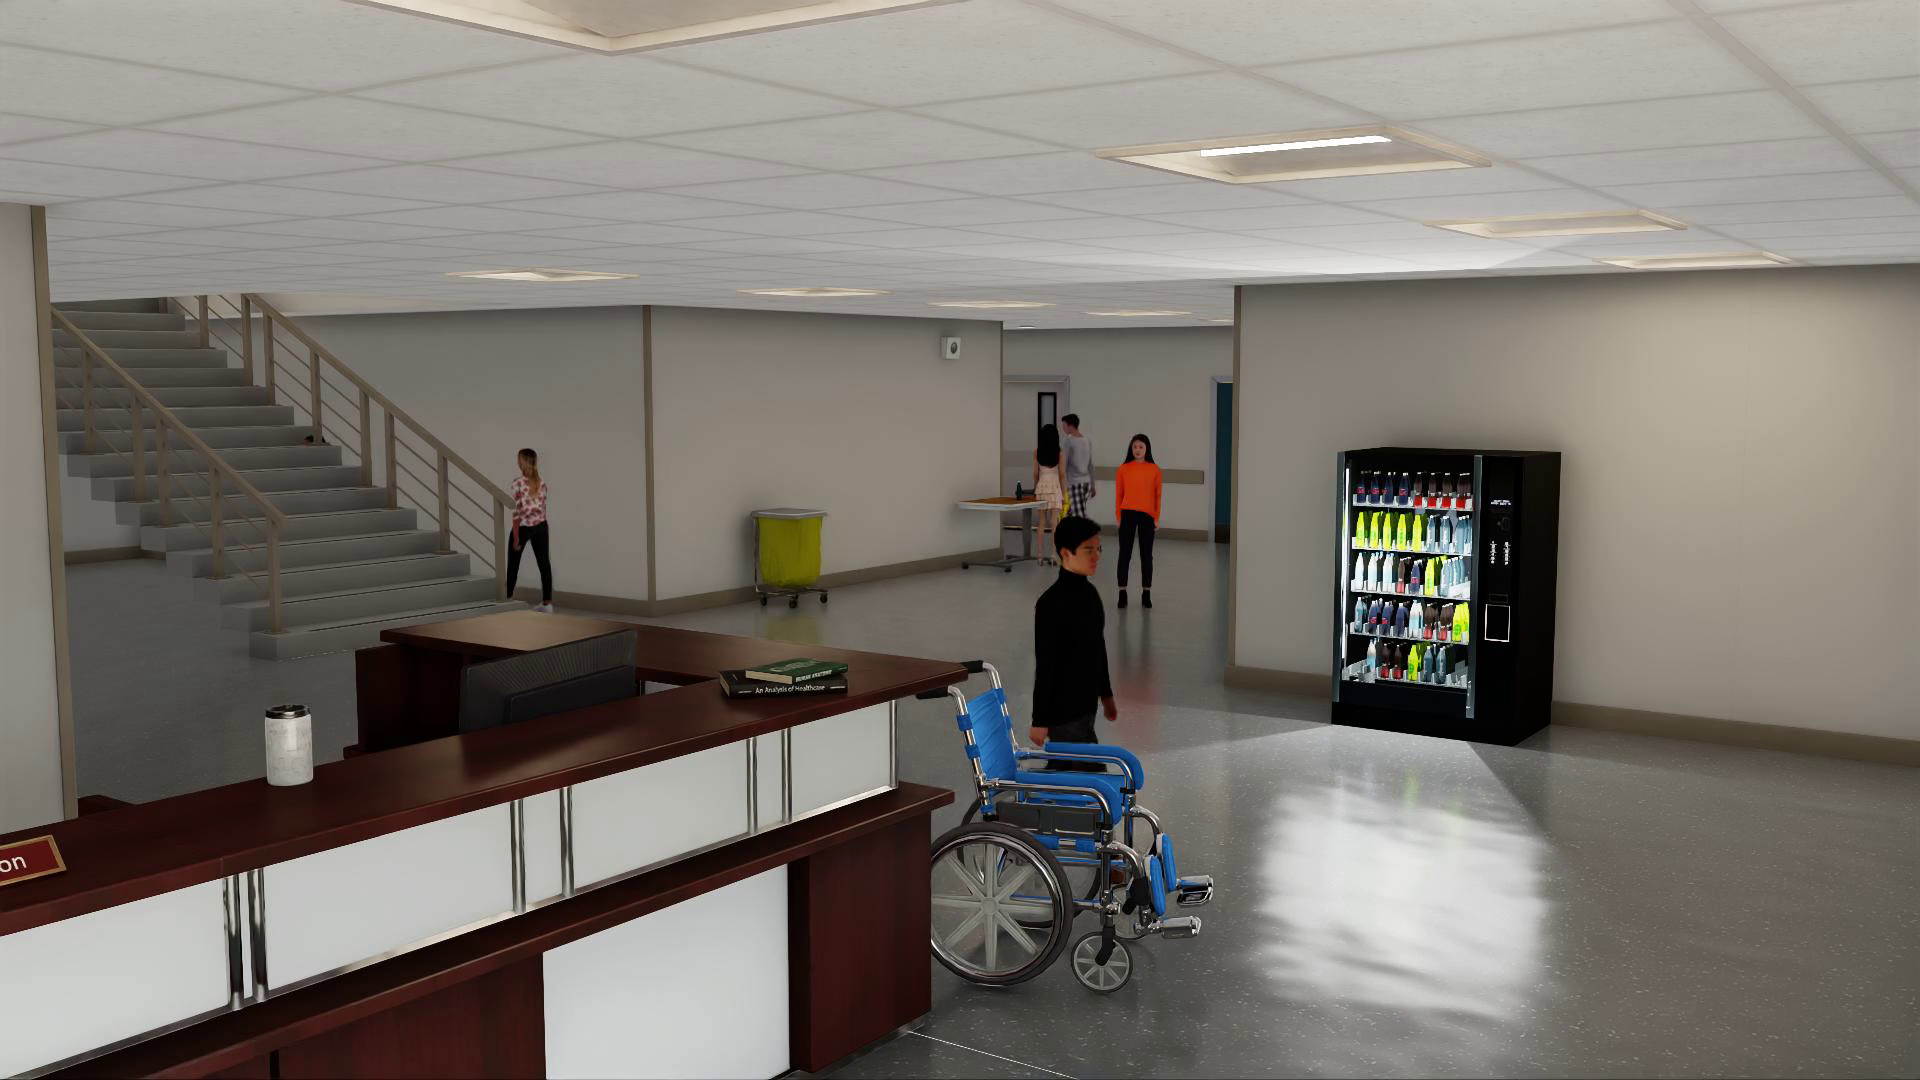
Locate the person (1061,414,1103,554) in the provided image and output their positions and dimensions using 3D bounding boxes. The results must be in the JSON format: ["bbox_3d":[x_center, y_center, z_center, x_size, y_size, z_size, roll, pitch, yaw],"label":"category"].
[{"bbox_3d":[1.537,-0.639,20.857,0.890,1.792,1.233,-4,7,-36],"label":"person"}]

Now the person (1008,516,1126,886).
[{"bbox_3d":[0.436,0.742,7.591,1.161,1.698,0.842,2,6,20],"label":"person"}]

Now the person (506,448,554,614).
[{"bbox_3d":[-4.089,-0.051,16.024,1.070,1.589,0.688,5,8,41],"label":"person"}]

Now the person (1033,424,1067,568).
[{"bbox_3d":[1.074,-0.544,20.206,0.541,1.732,0.676,2,6,21],"label":"person"}]

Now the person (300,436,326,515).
[{"bbox_3d":[-6.648,-0.226,17.432,1.086,1.655,1.029,-1,6,-8],"label":"person"}]

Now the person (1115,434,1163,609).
[{"bbox_3d":[1.782,-0.202,16.720,0.657,1.749,0.767,0,6,5],"label":"person"}]
